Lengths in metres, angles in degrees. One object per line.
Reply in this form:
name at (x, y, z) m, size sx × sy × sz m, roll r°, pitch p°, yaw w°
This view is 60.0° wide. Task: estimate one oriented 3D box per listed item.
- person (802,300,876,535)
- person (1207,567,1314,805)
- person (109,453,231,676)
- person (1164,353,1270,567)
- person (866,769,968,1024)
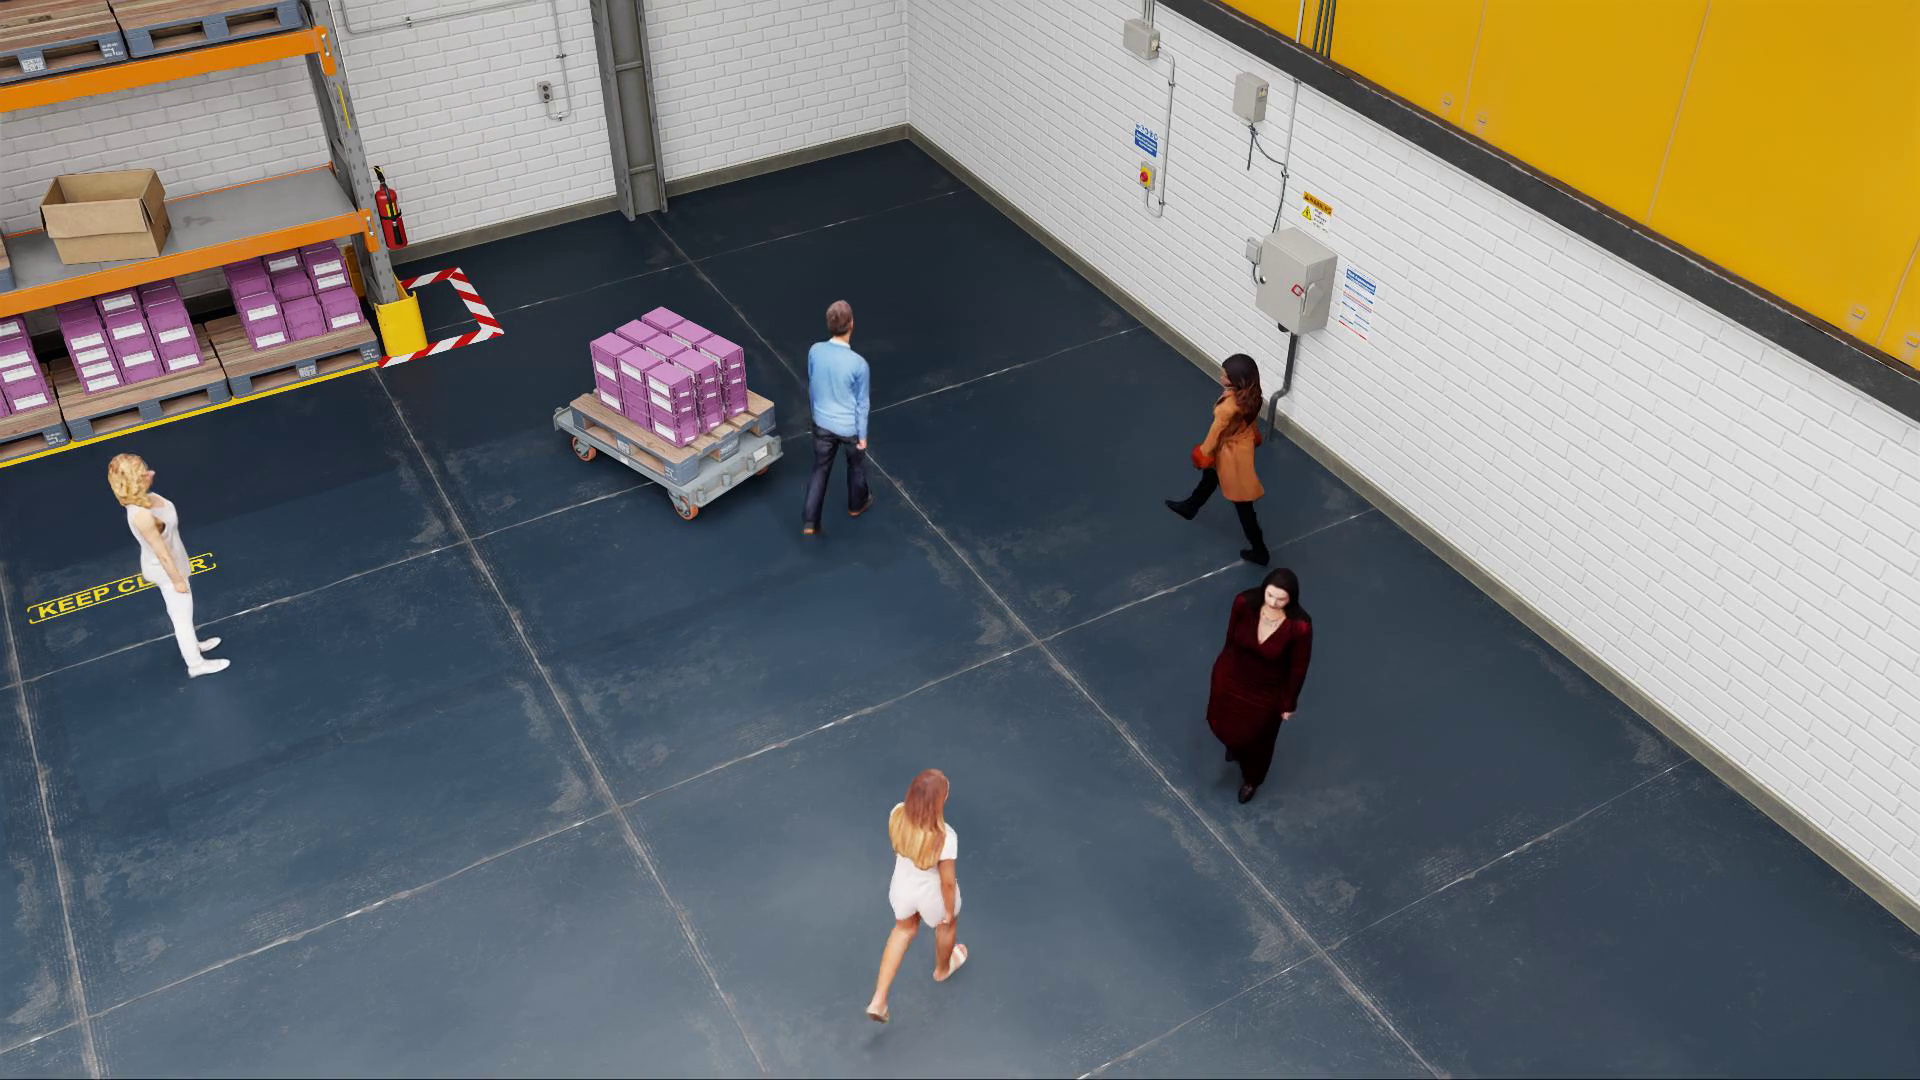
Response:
person at (-0.891, -0.794, 11.648) m, size 1.034 × 1.782 × 1.173 m, roll 15°, pitch 41°, yaw 18°
person at (1.726, 0.792, 9.694) m, size 0.838 × 1.741 × 0.855 m, roll 18°, pitch 42°, yaw 21°
person at (-5.057, 0.147, 10.559) m, size 0.536 × 1.671 × 0.593 m, roll -22°, pitch 43°, yaw -25°
person at (1.933, -0.494, 11.359) m, size 1.092 × 1.673 × 1.170 m, roll 24°, pitch 44°, yaw 27°
person at (-0.240, 1.823, 8.458) m, size 0.865 × 1.673 × 1.084 m, roll 23°, pitch 44°, yaw 26°
